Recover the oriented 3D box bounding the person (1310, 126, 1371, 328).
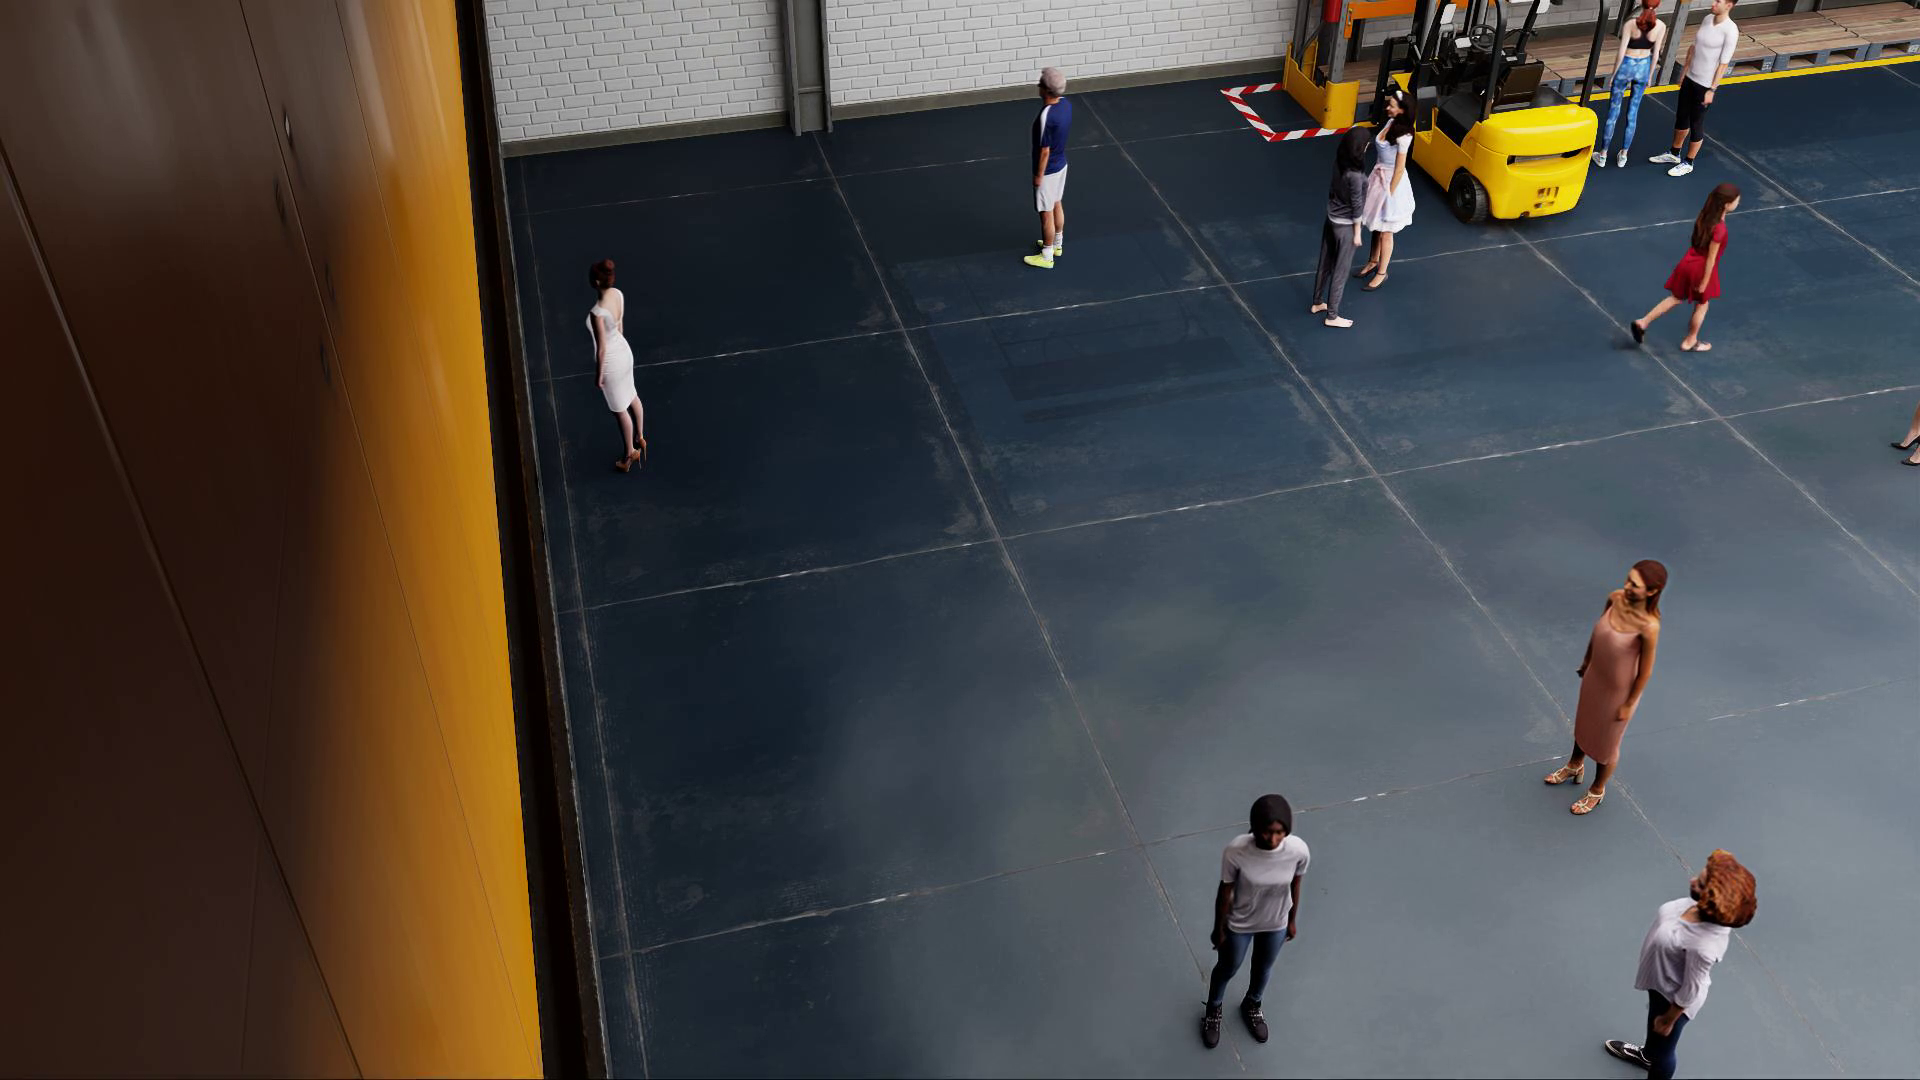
[{"bbox_3d":[3.202,-2.635,13.955,0.521,1.765,0.600,-12,40,-15],"label":"person"}]

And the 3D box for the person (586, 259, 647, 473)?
[{"bbox_3d":[-2.529,-1.285,12.242,0.636,1.792,0.632,10,40,13],"label":"person"}]

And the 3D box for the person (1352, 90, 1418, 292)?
[{"bbox_3d":[3.696,-3.023,14.398,0.752,1.818,0.728,-5,39,-6],"label":"person"}]

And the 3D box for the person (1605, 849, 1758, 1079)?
[{"bbox_3d":[3.480,2.137,8.021,0.790,1.713,0.747,15,41,18],"label":"person"}]

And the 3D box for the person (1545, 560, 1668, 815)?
[{"bbox_3d":[3.748,0.841,9.549,0.519,1.831,0.593,-12,40,-14],"label":"person"}]

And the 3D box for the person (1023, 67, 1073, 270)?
[{"bbox_3d":[0.795,-3.307,14.737,0.763,1.839,0.724,16,41,19],"label":"person"}]

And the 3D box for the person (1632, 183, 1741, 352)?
[{"bbox_3d":[5.978,-2.217,13.617,0.963,1.534,0.640,-3,39,-4],"label":"person"}]

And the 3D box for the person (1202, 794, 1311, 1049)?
[{"bbox_3d":[1.469,1.903,8.309,0.506,1.719,0.678,-4,39,-5],"label":"person"}]

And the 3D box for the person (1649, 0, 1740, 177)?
[{"bbox_3d":[7.231,-4.486,16.202,0.549,1.852,0.656,-10,40,-13],"label":"person"}]

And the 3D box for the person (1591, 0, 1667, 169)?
[{"bbox_3d":[6.576,-4.521,16.299,0.625,1.785,0.709,4,39,4],"label":"person"}]
